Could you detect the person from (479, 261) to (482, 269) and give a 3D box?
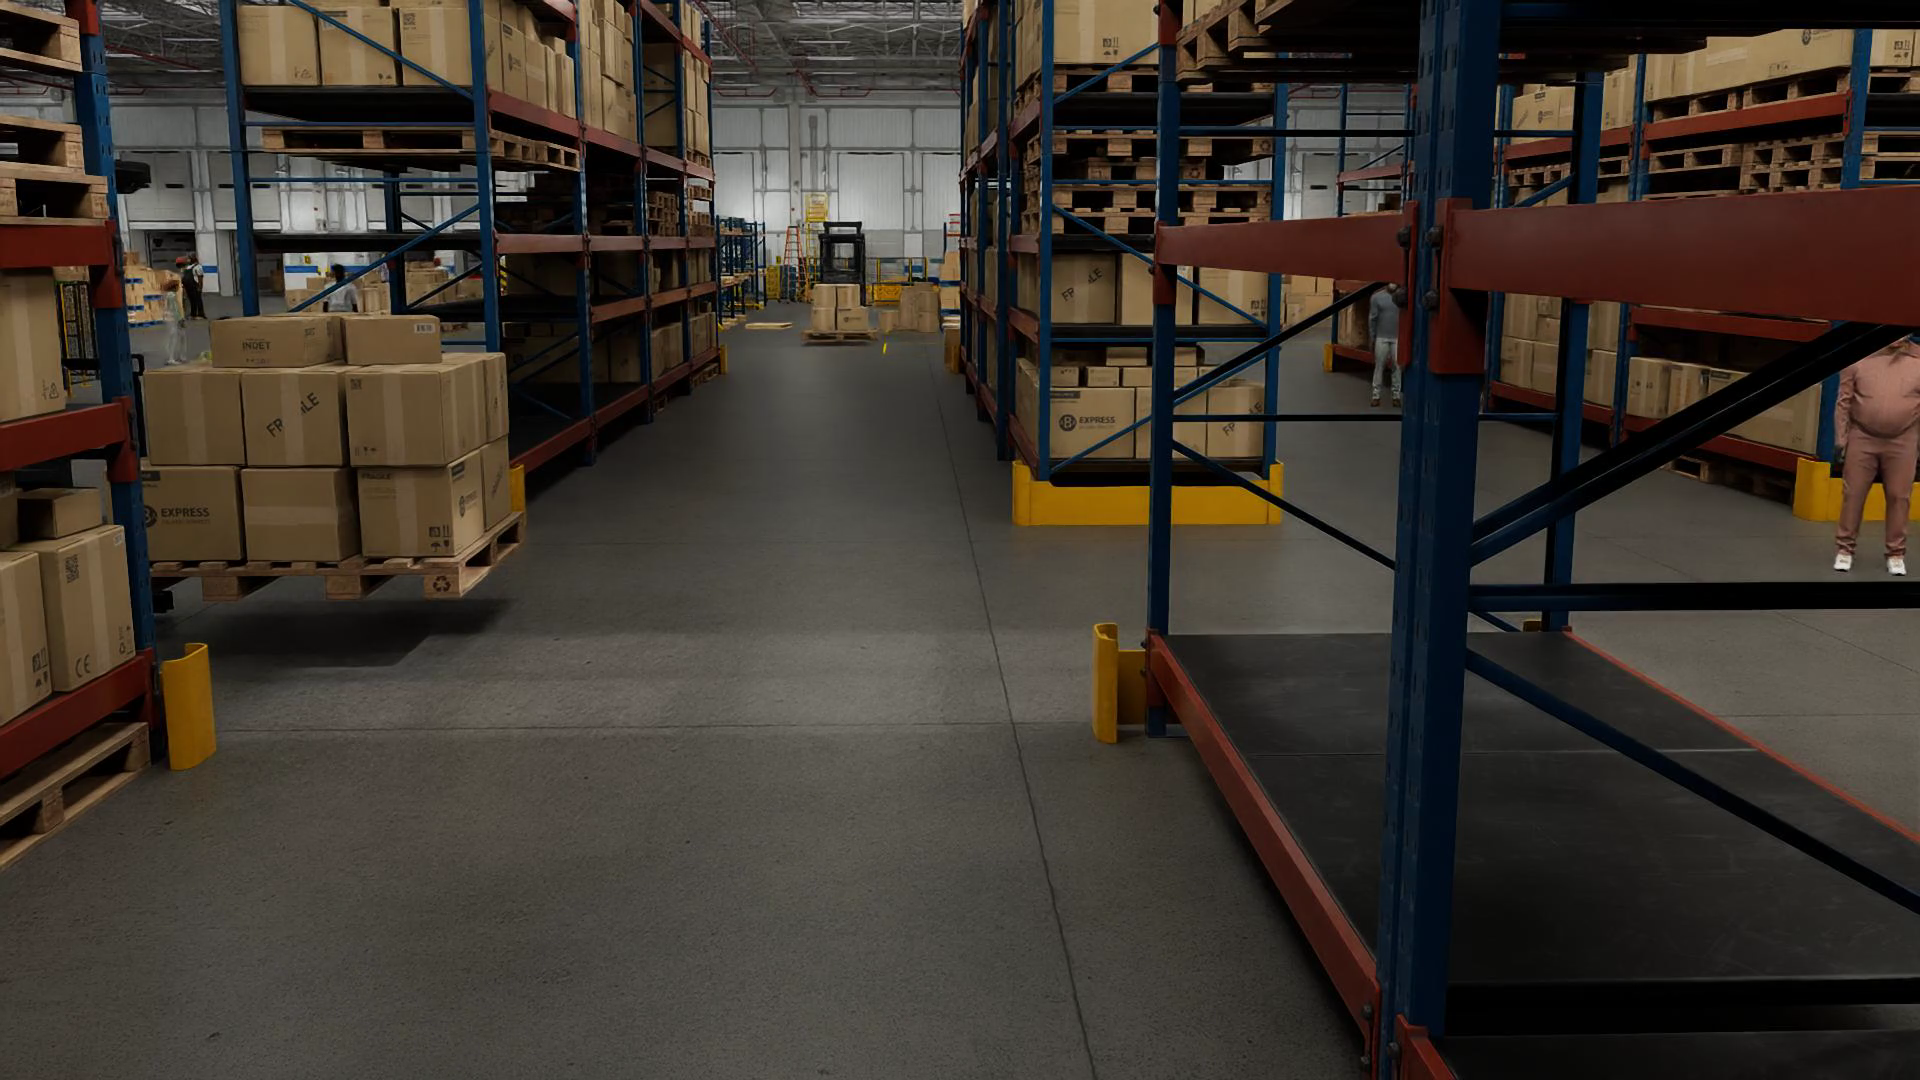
[{"bbox_3d":[-19.407,-10.803,68.247,0.462,1.820,0.649,5,11,27],"label":"person"}]

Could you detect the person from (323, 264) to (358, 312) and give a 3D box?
[{"bbox_3d":[-11.693,-4.252,31.424,0.627,1.941,0.861,0,10,1],"label":"person"}]

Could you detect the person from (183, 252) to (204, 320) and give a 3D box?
[{"bbox_3d":[-22.993,-7.605,49.827,0.682,2.000,0.538,7,12,33],"label":"person"}]

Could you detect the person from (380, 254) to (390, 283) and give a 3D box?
[{"bbox_3d":[-21.511,-9.787,62.341,0.391,1.919,0.581,1,10,3],"label":"person"}]

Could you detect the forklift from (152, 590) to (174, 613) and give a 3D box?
[{"bbox_3d":[-5.858,-0.811,9.639,1.873,2.768,1.129,-1,10,-3],"label":"forklift"}]

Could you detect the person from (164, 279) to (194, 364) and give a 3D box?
[{"bbox_3d":[-14.990,-4.178,31.904,0.645,1.617,0.529,-5,12,-28],"label":"person"}]

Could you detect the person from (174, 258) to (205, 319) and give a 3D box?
[{"bbox_3d":[-23.351,-7.560,50.126,1.066,1.858,0.554,-3,11,-17],"label":"person"}]

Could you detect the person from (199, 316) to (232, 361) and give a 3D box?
[{"bbox_3d":[-6.716,-1.221,15.305,0.536,1.670,0.777,0,10,-1],"label":"person"}]

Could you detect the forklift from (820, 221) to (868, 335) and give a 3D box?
[{"bbox_3d":[-2.829,-6.333,40.400,1.129,2.768,1.873,0,10,-2],"label":"forklift"}]

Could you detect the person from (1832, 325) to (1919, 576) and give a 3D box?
[{"bbox_3d":[6.528,-0.698,11.751,0.651,1.898,0.395,5,11,27],"label":"person"}]

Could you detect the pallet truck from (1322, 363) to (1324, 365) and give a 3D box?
[{"bbox_3d":[7.712,-4.157,30.737,1.885,1.965,0.823,3,11,16],"label":"pallet truck"}]

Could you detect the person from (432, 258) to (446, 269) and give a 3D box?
[{"bbox_3d":[-16.353,-7.930,52.237,1.030,1.829,0.645,7,12,33],"label":"person"}]

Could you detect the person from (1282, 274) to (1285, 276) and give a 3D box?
[{"bbox_3d":[11.437,-8.932,57.505,0.636,1.936,0.355,-4,11,-21],"label":"person"}]

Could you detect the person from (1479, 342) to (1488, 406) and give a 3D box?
[{"bbox_3d":[5.142,-1.532,17.122,0.540,1.684,0.758,4,11,23],"label":"person"}]

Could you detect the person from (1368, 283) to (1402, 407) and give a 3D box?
[{"bbox_3d":[6.119,-2.858,23.666,0.635,1.938,0.359,2,10,11],"label":"person"}]
